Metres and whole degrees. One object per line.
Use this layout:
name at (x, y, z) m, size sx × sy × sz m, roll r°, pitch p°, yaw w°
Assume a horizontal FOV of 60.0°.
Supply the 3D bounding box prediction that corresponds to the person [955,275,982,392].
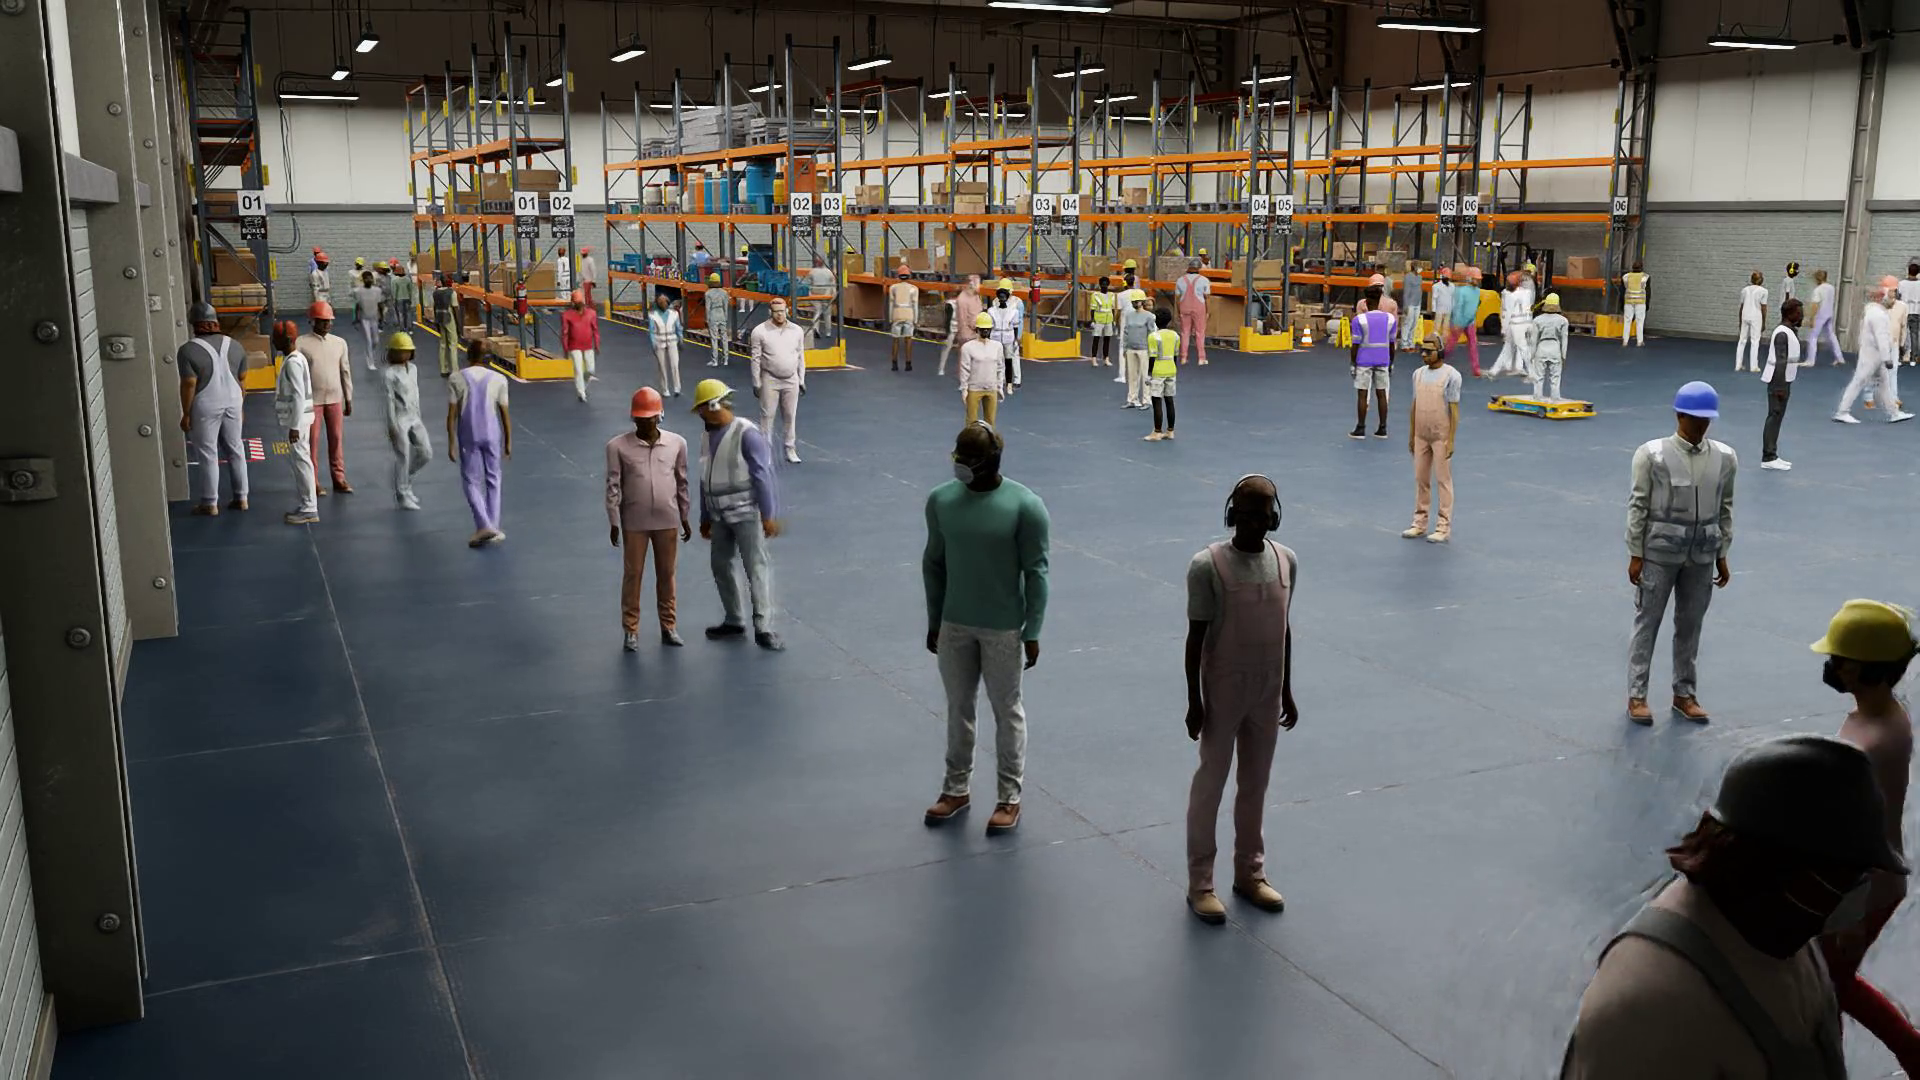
person at (0.207, -3.309, 26.740) m, size 0.516 × 1.889 × 0.704 m, roll 7°, pitch 13°, yaw 31°

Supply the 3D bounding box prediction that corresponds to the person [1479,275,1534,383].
person at (9.437, -3.590, 28.331) m, size 1.023 × 1.822 × 0.576 m, roll 7°, pitch 13°, yaw 30°

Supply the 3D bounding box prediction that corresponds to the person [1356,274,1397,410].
person at (6.071, -2.888, 24.330) m, size 0.623 × 1.989 × 0.400 m, roll 0°, pitch 11°, yaw 0°

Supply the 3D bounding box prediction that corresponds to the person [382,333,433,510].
person at (-5.372, -1.149, 16.156) m, size 0.366 × 1.728 × 0.510 m, roll 4°, pitch 12°, yaw 18°

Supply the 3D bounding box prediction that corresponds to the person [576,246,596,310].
person at (-10.456, -7.171, 46.176) m, size 0.786 × 1.954 × 0.641 m, roll -9°, pitch 14°, yaw -37°

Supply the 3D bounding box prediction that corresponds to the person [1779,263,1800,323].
person at (16.949, -4.740, 34.073) m, size 0.309 × 1.863 × 0.535 m, roll 4°, pitch 12°, yaw 21°

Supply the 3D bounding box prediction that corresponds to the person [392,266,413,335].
person at (-13.192, -5.663, 39.347) m, size 0.279 × 1.634 × 0.499 m, roll 11°, pitch 15°, yaw 43°

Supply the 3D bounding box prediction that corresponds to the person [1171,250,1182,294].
person at (6.687, -8.070, 51.286) m, size 0.437 × 1.750 × 0.553 m, roll 10°, pitch 15°, yaw 40°

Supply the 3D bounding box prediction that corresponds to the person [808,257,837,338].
person at (-3.193, -5.620, 38.575) m, size 0.687 × 1.865 × 0.898 m, roll 0°, pitch 11°, yaw 0°

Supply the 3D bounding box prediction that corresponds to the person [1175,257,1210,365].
person at (4.465, -4.369, 31.734) m, size 0.678 × 2.000 × 0.536 m, roll 5°, pitch 12°, yaw 26°

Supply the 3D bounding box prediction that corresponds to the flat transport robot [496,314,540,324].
flat transport robot at (-11.585, -5.803, 43.534) m, size 0.652 × 0.197 × 1.431 m, roll -8°, pitch 14°, yaw -35°

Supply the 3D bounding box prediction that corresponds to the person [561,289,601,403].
person at (-5.790, -2.971, 25.397) m, size 0.577 × 1.734 × 0.465 m, roll -6°, pitch 13°, yaw -29°

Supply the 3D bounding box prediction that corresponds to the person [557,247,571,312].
person at (-11.548, -7.574, 48.426) m, size 0.355 × 1.883 × 0.574 m, roll 3°, pitch 12°, yaw 16°

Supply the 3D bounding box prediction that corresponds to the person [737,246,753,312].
person at (-6.231, -7.573, 48.306) m, size 0.589 × 1.927 × 0.368 m, roll -4°, pitch 12°, yaw -21°

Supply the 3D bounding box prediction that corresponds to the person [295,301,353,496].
person at (-6.520, -1.449, 17.049) m, size 0.399 × 1.990 × 0.617 m, roll 10°, pitch 15°, yaw 43°

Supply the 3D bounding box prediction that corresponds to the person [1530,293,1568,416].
person at (8.359, -2.625, 23.629) m, size 0.494 × 1.743 × 0.308 m, roll 4°, pitch 12°, yaw 19°

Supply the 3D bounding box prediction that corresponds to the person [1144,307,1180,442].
person at (2.541, -2.083, 20.993) m, size 0.541 × 1.695 × 0.315 m, roll -10°, pitch 15°, yaw -40°

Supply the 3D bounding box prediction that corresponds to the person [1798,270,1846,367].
person at (16.242, -4.140, 31.188) m, size 0.749 × 1.809 × 0.530 m, roll -5°, pitch 12°, yaw -25°

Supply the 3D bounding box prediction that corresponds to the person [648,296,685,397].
person at (-4.562, -3.009, 25.959) m, size 0.560 × 1.584 × 0.861 m, roll -3°, pitch 12°, yaw -15°

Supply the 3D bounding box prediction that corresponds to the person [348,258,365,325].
person at (-15.478, -6.398, 42.878) m, size 0.576 × 1.716 × 0.744 m, roll -6°, pitch 13°, yaw -27°

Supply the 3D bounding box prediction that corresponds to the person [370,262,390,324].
person at (-14.934, -6.352, 42.860) m, size 0.553 × 1.615 × 0.528 m, roll 1°, pitch 11°, yaw 6°

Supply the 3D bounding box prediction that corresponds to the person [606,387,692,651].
person at (-2.046, -0.143, 10.998) m, size 0.573 × 1.745 × 0.339 m, roll -5°, pitch 12°, yaw -23°

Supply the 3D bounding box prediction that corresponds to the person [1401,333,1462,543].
person at (4.154, -0.901, 14.633) m, size 0.339 × 1.839 × 0.505 m, roll -8°, pitch 14°, yaw -36°

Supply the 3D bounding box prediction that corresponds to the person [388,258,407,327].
person at (-14.184, -6.213, 41.839) m, size 0.573 × 1.749 × 0.343 m, roll 5°, pitch 12°, yaw 23°

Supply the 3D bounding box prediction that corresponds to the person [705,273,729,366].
person at (-4.621, -4.178, 31.524) m, size 0.484 × 1.744 × 0.295 m, roll -9°, pitch 14°, yaw -37°

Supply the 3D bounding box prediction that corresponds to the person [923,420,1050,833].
person at (0.112, 0.402, 7.757) m, size 0.628 × 1.936 × 0.375 m, roll 6°, pitch 12°, yaw 27°

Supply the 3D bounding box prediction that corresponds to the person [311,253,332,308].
person at (-13.616, -5.116, 35.573) m, size 0.426 × 2.035 × 0.601 m, roll 0°, pitch 11°, yaw 2°

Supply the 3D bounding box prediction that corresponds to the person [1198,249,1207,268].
person at (7.516, -8.176, 51.783) m, size 0.314 × 1.769 × 0.524 m, roll 4°, pitch 12°, yaw 19°

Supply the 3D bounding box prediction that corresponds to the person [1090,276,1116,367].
person at (2.684, -4.087, 31.174) m, size 0.540 × 1.697 × 0.317 m, roll -5°, pitch 12°, yaw -23°

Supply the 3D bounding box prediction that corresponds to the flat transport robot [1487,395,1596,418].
flat transport robot at (8.322, -1.924, 23.823) m, size 0.652 × 0.197 × 1.431 m, roll -6°, pitch 13°, yaw -27°

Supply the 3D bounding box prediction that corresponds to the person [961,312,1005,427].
person at (0.262, -1.685, 18.798) m, size 0.533 × 1.767 × 0.326 m, roll -5°, pitch 12°, yaw -23°

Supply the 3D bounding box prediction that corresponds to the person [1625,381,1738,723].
person at (4.061, 0.072, 9.401) m, size 0.605 × 1.948 × 0.384 m, roll -1°, pitch 11°, yaw -3°

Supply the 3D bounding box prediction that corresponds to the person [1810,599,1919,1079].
person at (2.721, 1.037, 4.979) m, size 0.559 × 1.753 × 0.538 m, roll 7°, pitch 13°, yaw 31°

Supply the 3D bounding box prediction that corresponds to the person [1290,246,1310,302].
person at (9.018, -6.852, 44.498) m, size 0.649 × 1.975 × 1.075 m, roll -2°, pitch 11°, yaw -12°

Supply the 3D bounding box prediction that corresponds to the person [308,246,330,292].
person at (-18.122, -7.327, 47.033) m, size 0.551 × 1.935 × 0.372 m, roll -2°, pitch 11°, yaw -10°
